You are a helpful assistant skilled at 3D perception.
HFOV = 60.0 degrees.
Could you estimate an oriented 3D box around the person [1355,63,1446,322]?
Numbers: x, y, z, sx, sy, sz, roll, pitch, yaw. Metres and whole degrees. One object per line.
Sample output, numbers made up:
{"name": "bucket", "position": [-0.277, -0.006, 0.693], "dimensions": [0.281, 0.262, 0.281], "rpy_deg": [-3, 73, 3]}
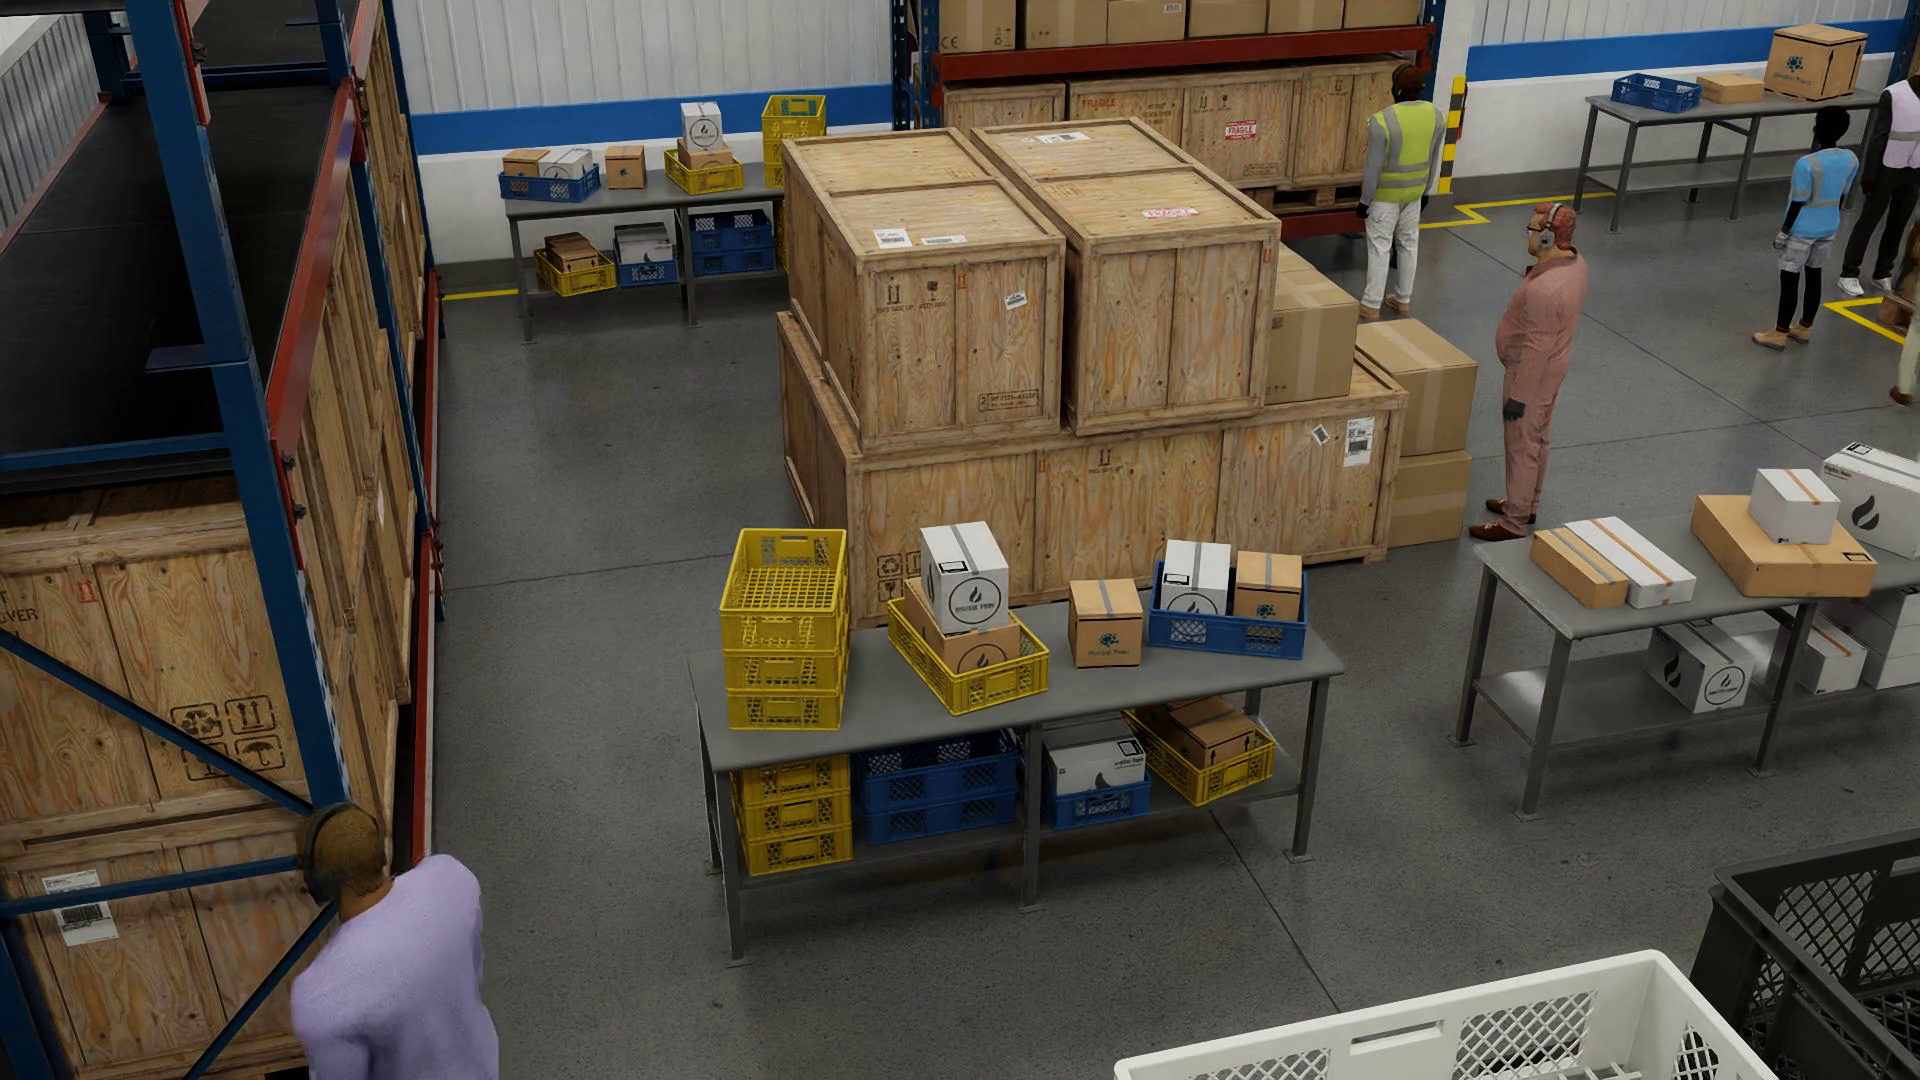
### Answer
{"name": "person", "position": [3.133, -2.504, 12.017], "dimensions": [0.634, 1.841, 0.429], "rpy_deg": [-12, 31, -21]}

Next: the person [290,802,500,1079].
{"name": "person", "position": [-1.542, 1.527, 4.629], "dimensions": [0.495, 1.917, 0.661], "rpy_deg": [12, 31, 20]}

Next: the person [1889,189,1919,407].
{"name": "person", "position": [6.285, -1.675, 10.535], "dimensions": [0.657, 1.834, 0.405], "rpy_deg": [20, 35, 32]}

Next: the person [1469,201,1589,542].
{"name": "person", "position": [3.087, -0.898, 9.037], "dimensions": [0.403, 1.906, 0.652], "rpy_deg": [16, 33, 27]}

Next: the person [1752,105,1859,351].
{"name": "person", "position": [5.881, -2.157, 11.531], "dimensions": [0.539, 1.698, 0.318], "rpy_deg": [-12, 31, -21]}

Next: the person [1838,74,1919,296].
{"name": "person", "position": [7.034, -2.780, 12.452], "dimensions": [0.592, 1.910, 0.384], "rpy_deg": [-3, 29, -6]}
